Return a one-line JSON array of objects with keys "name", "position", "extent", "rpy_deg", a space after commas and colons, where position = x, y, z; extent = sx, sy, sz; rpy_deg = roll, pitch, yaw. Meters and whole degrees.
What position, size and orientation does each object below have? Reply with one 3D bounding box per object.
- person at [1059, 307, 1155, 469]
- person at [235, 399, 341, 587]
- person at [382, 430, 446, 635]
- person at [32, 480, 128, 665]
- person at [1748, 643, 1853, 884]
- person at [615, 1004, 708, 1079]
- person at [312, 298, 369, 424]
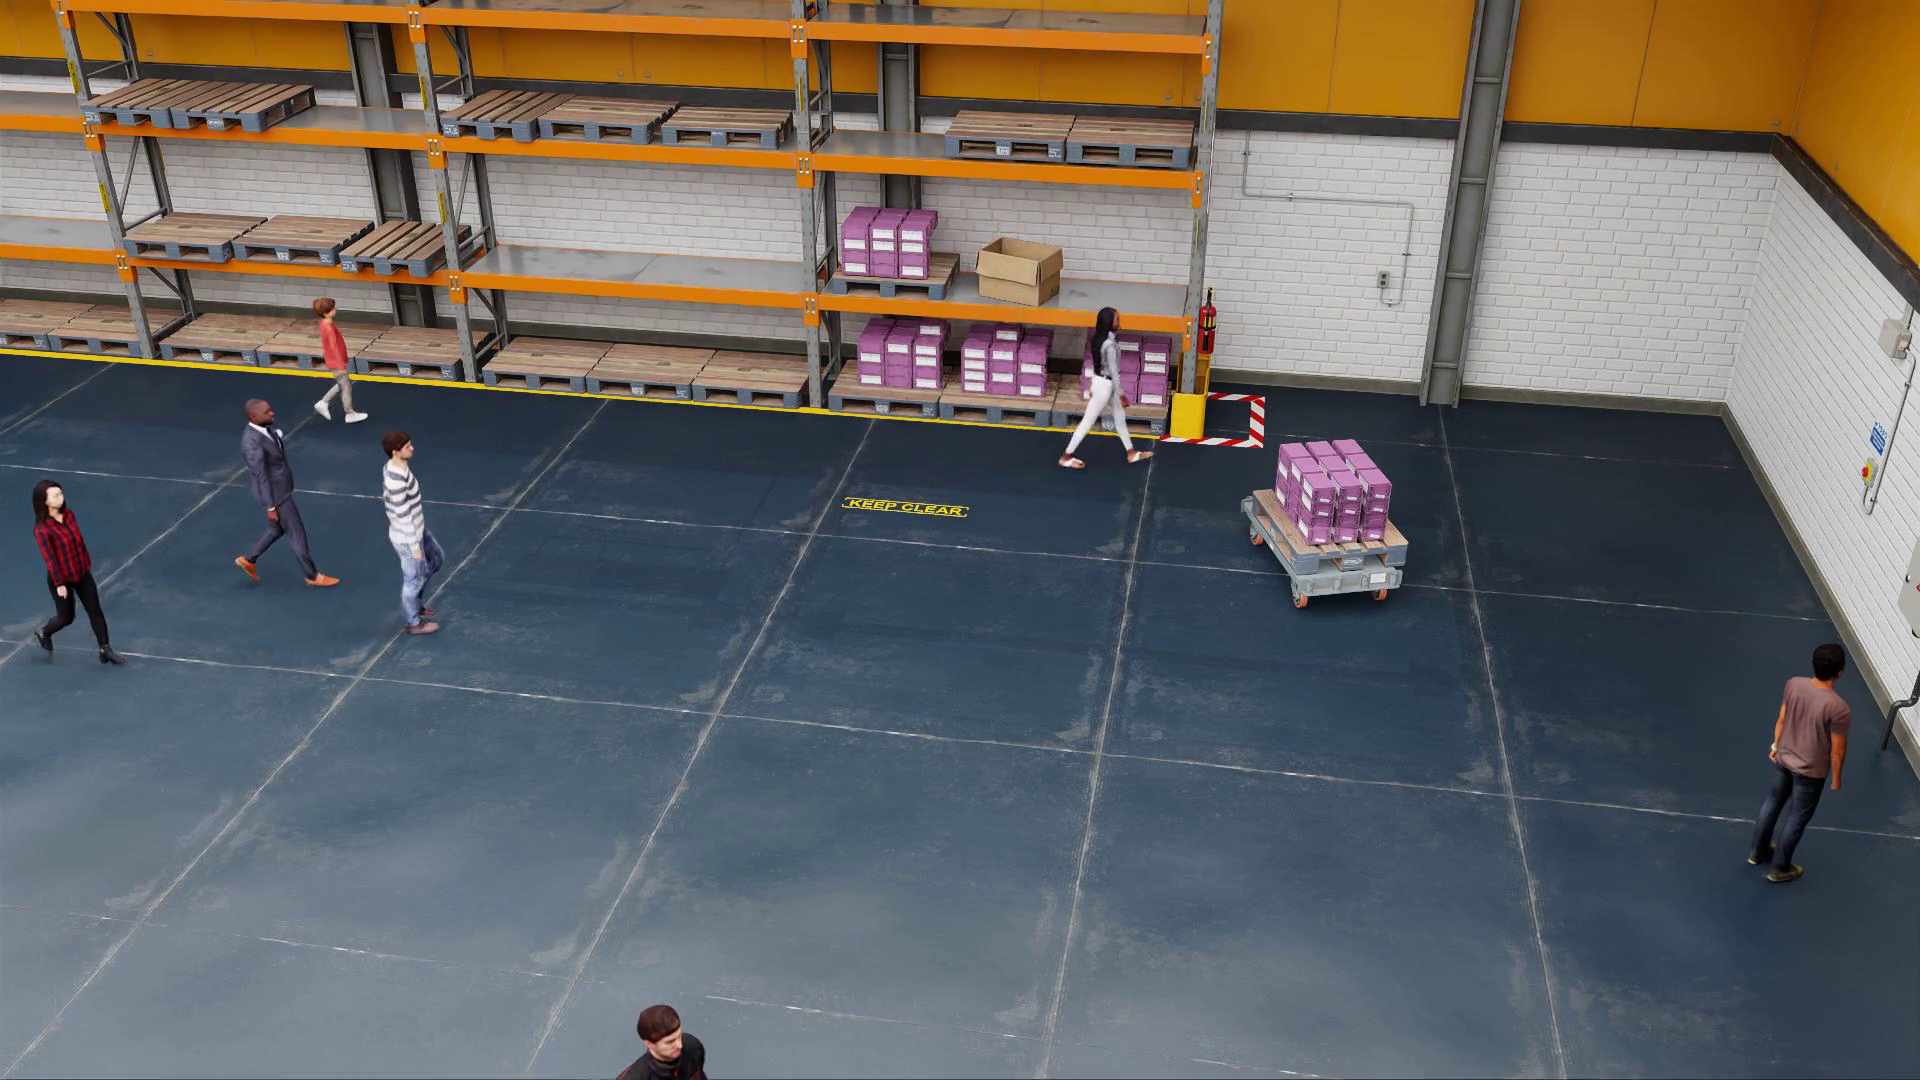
[{"name": "person", "position": [1.330, -1.442, 16.372], "extent": [1.253, 1.674, 0.790], "rpy_deg": [-1, 29, -2]}, {"name": "person", "position": [-5.953, -0.383, 14.296], "extent": [1.187, 1.801, 0.972], "rpy_deg": [-7, 29, -12]}, {"name": "person", "position": [-4.614, -0.042, 13.633], "extent": [0.801, 1.838, 0.792], "rpy_deg": [-8, 30, -14]}, {"name": "person", "position": [-7.164, 0.295, 13.229], "extent": [0.961, 1.634, 0.580], "rpy_deg": [5, 29, 8]}, {"name": "person", "position": [5.521, 1.469, 10.924], "extent": [0.753, 1.780, 0.727], "rpy_deg": [-13, 31, -22]}, {"name": "person", "position": [-1.494, 2.958, 8.157], "extent": [1.123, 1.815, 1.005], "rpy_deg": [23, 36, 36]}, {"name": "person", "position": [-6.596, -1.856, 17.414], "extent": [0.826, 1.402, 0.746], "rpy_deg": [-15, 32, -25]}]
